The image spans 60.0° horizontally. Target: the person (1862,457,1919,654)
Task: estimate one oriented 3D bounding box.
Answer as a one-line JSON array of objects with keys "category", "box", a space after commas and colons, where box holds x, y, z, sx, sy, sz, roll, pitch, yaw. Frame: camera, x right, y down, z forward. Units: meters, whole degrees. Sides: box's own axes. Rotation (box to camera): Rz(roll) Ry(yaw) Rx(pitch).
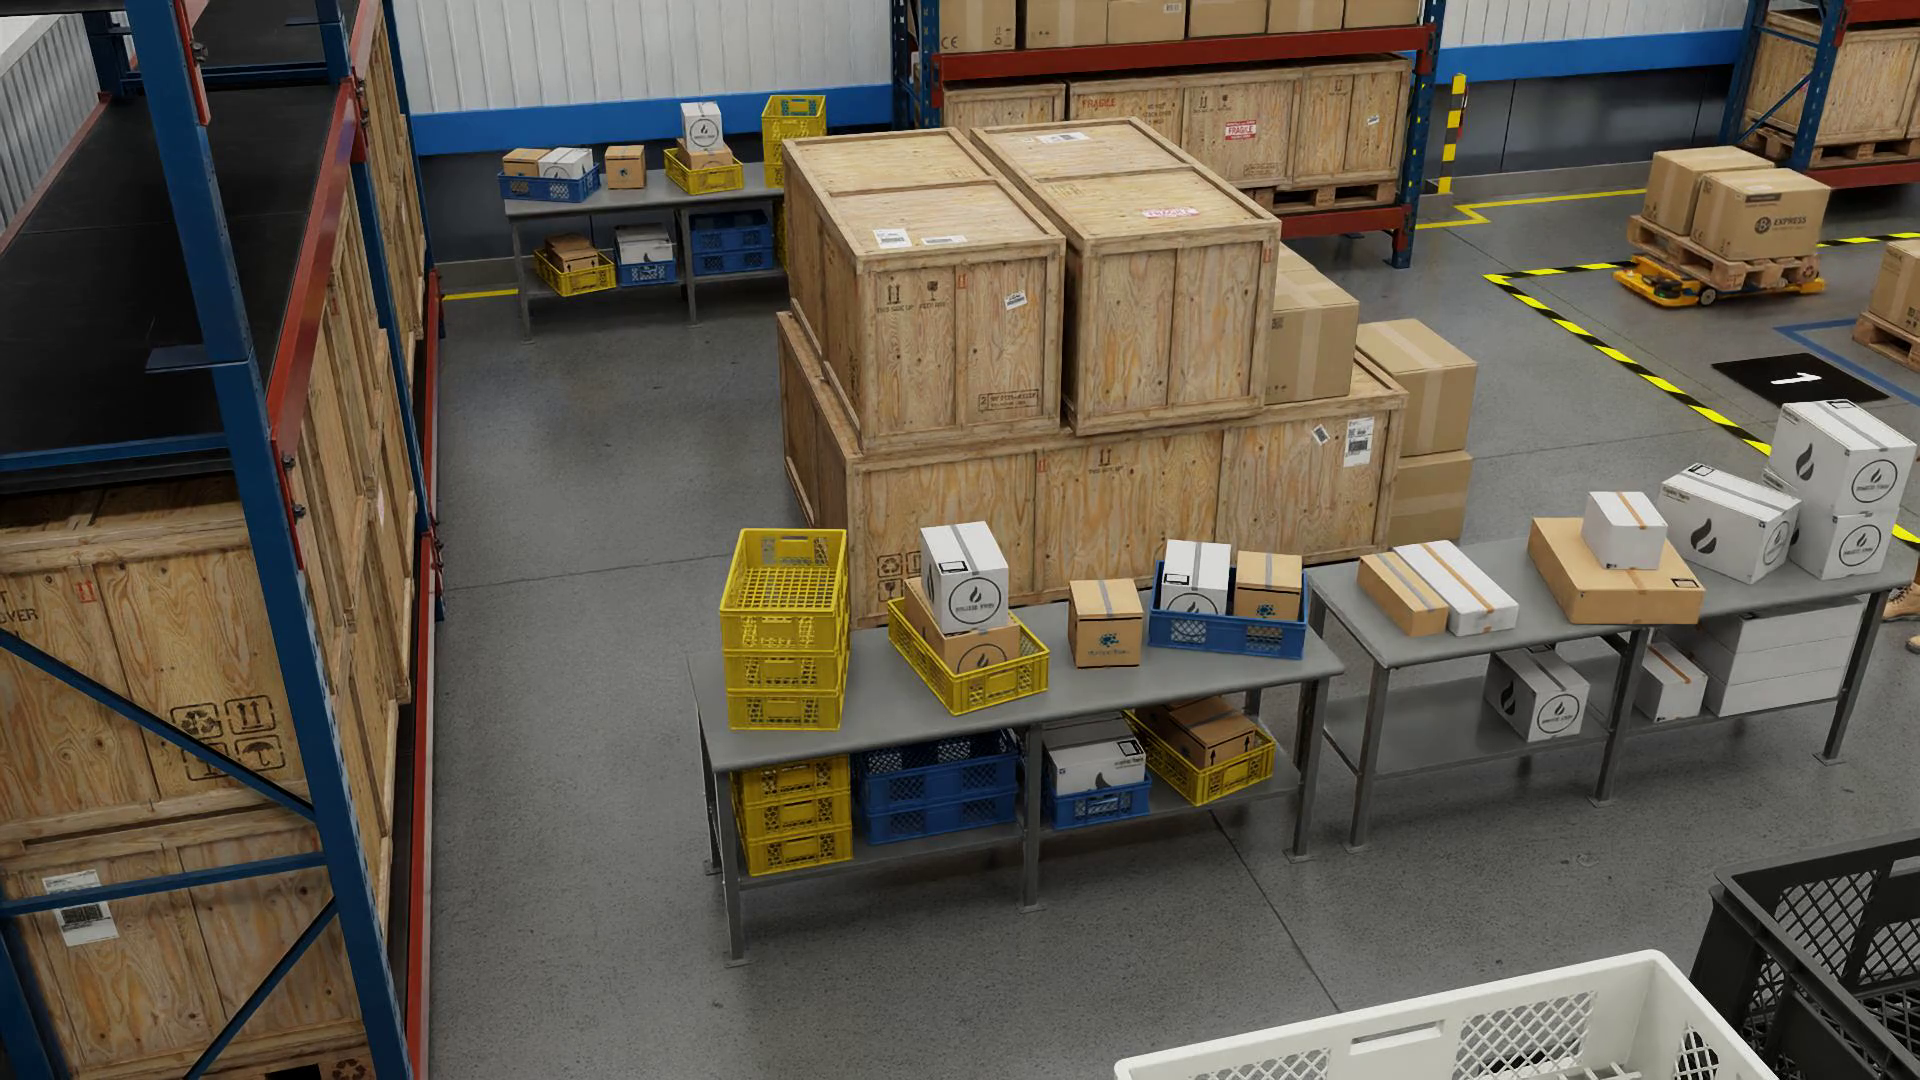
[{"category": "person", "box": [4.886, -0.397, 8.005, 0.382, 2.040, 0.604, -5, 29, -9]}]
